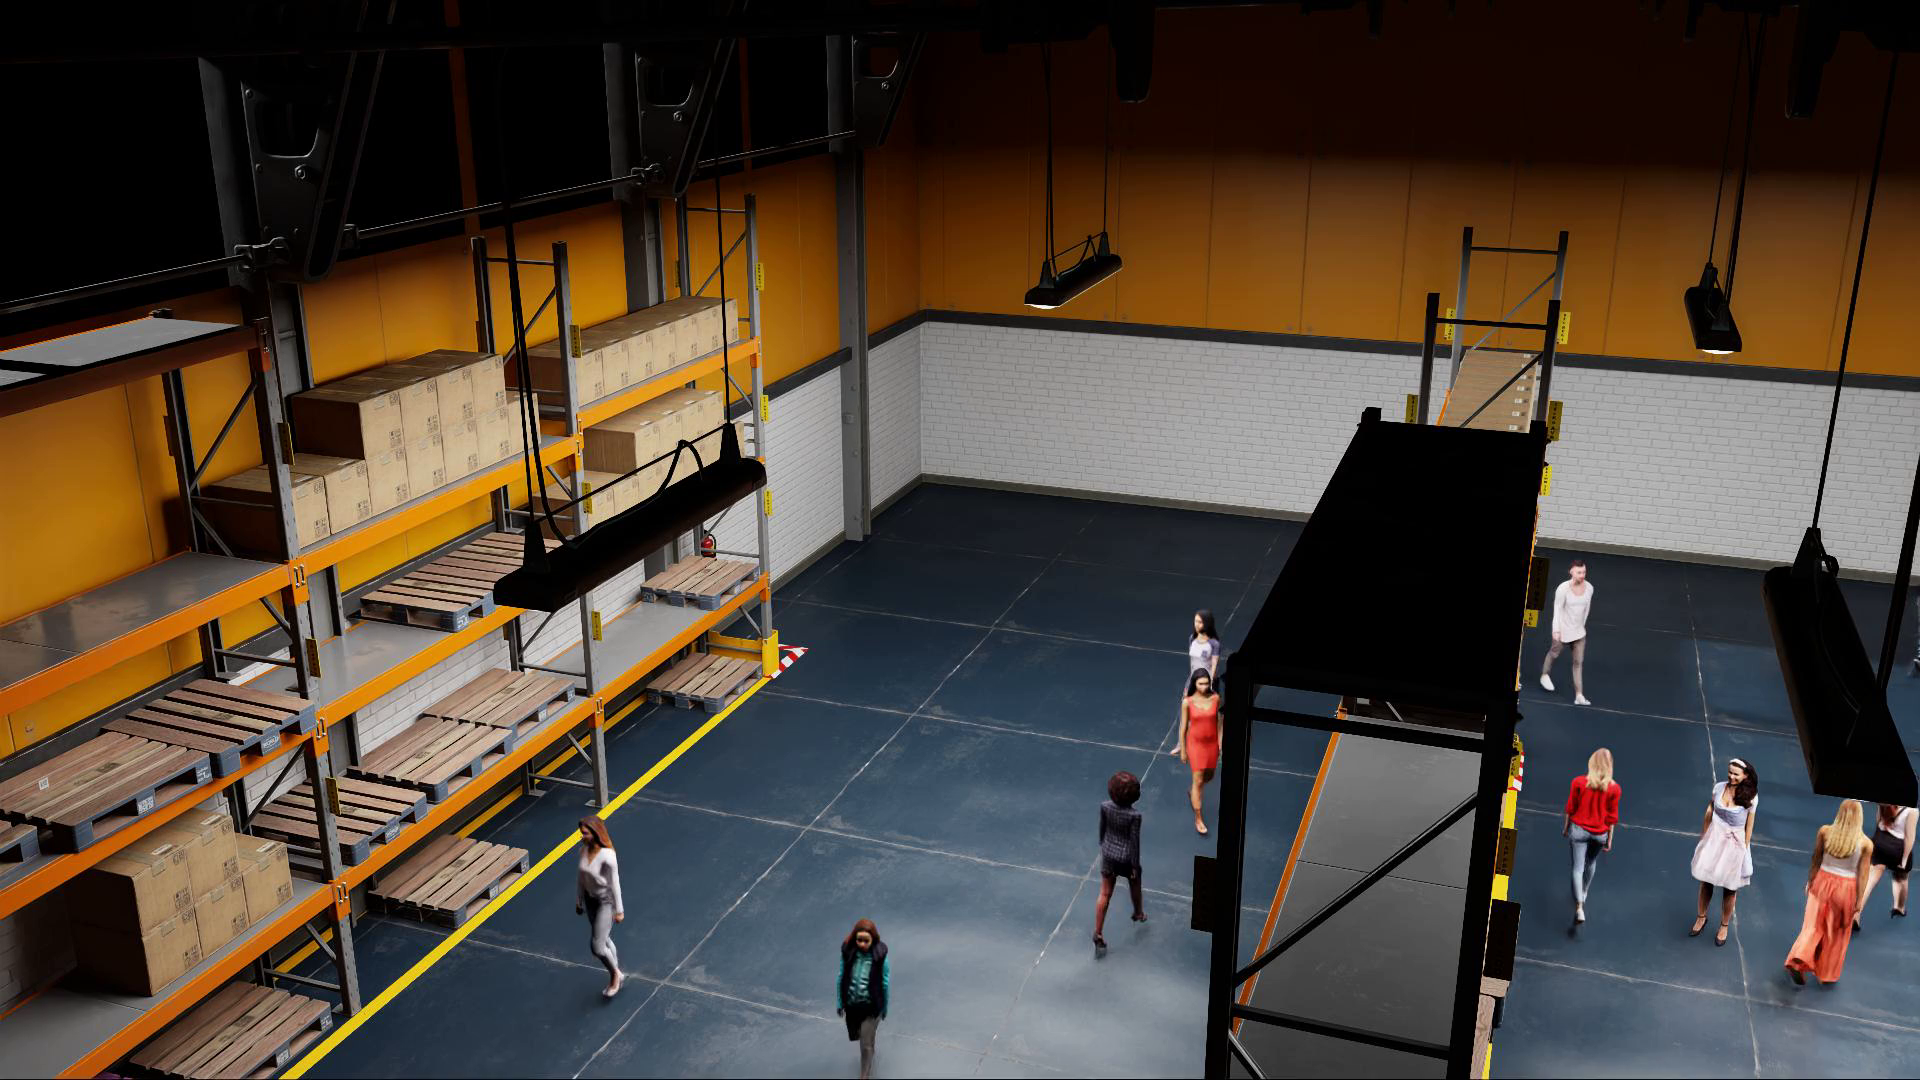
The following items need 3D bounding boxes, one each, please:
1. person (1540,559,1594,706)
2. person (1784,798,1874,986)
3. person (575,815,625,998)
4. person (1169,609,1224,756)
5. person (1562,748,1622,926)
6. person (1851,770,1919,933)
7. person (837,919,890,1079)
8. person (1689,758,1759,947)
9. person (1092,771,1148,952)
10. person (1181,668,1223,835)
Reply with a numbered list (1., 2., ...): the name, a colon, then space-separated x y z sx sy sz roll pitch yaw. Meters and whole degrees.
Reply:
1. person: 7.356 1.070 20.227 1.071 1.790 1.283 -3 19 -10
2. person: 7.449 3.083 14.264 1.056 1.780 0.885 -16 24 -39
3. person: -2.993 3.115 14.217 0.683 1.750 0.719 13 23 34
4. person: 2.823 1.596 18.868 0.875 1.660 1.183 16 24 39
5. person: 5.807 2.765 15.382 0.661 1.671 1.095 5 19 14
6. person: 8.416 2.870 15.175 1.111 1.604 0.959 -12 22 -32
7. person: -0.754 3.622 13.121 0.584 1.489 0.878 5 19 14
8. person: 6.919 2.799 15.047 0.816 1.818 0.854 17 25 40
9. person: 1.380 2.923 14.944 0.812 1.650 1.116 13 23 34
10. person: 2.503 2.121 17.252 0.937 1.697 1.067 -5 19 -14
